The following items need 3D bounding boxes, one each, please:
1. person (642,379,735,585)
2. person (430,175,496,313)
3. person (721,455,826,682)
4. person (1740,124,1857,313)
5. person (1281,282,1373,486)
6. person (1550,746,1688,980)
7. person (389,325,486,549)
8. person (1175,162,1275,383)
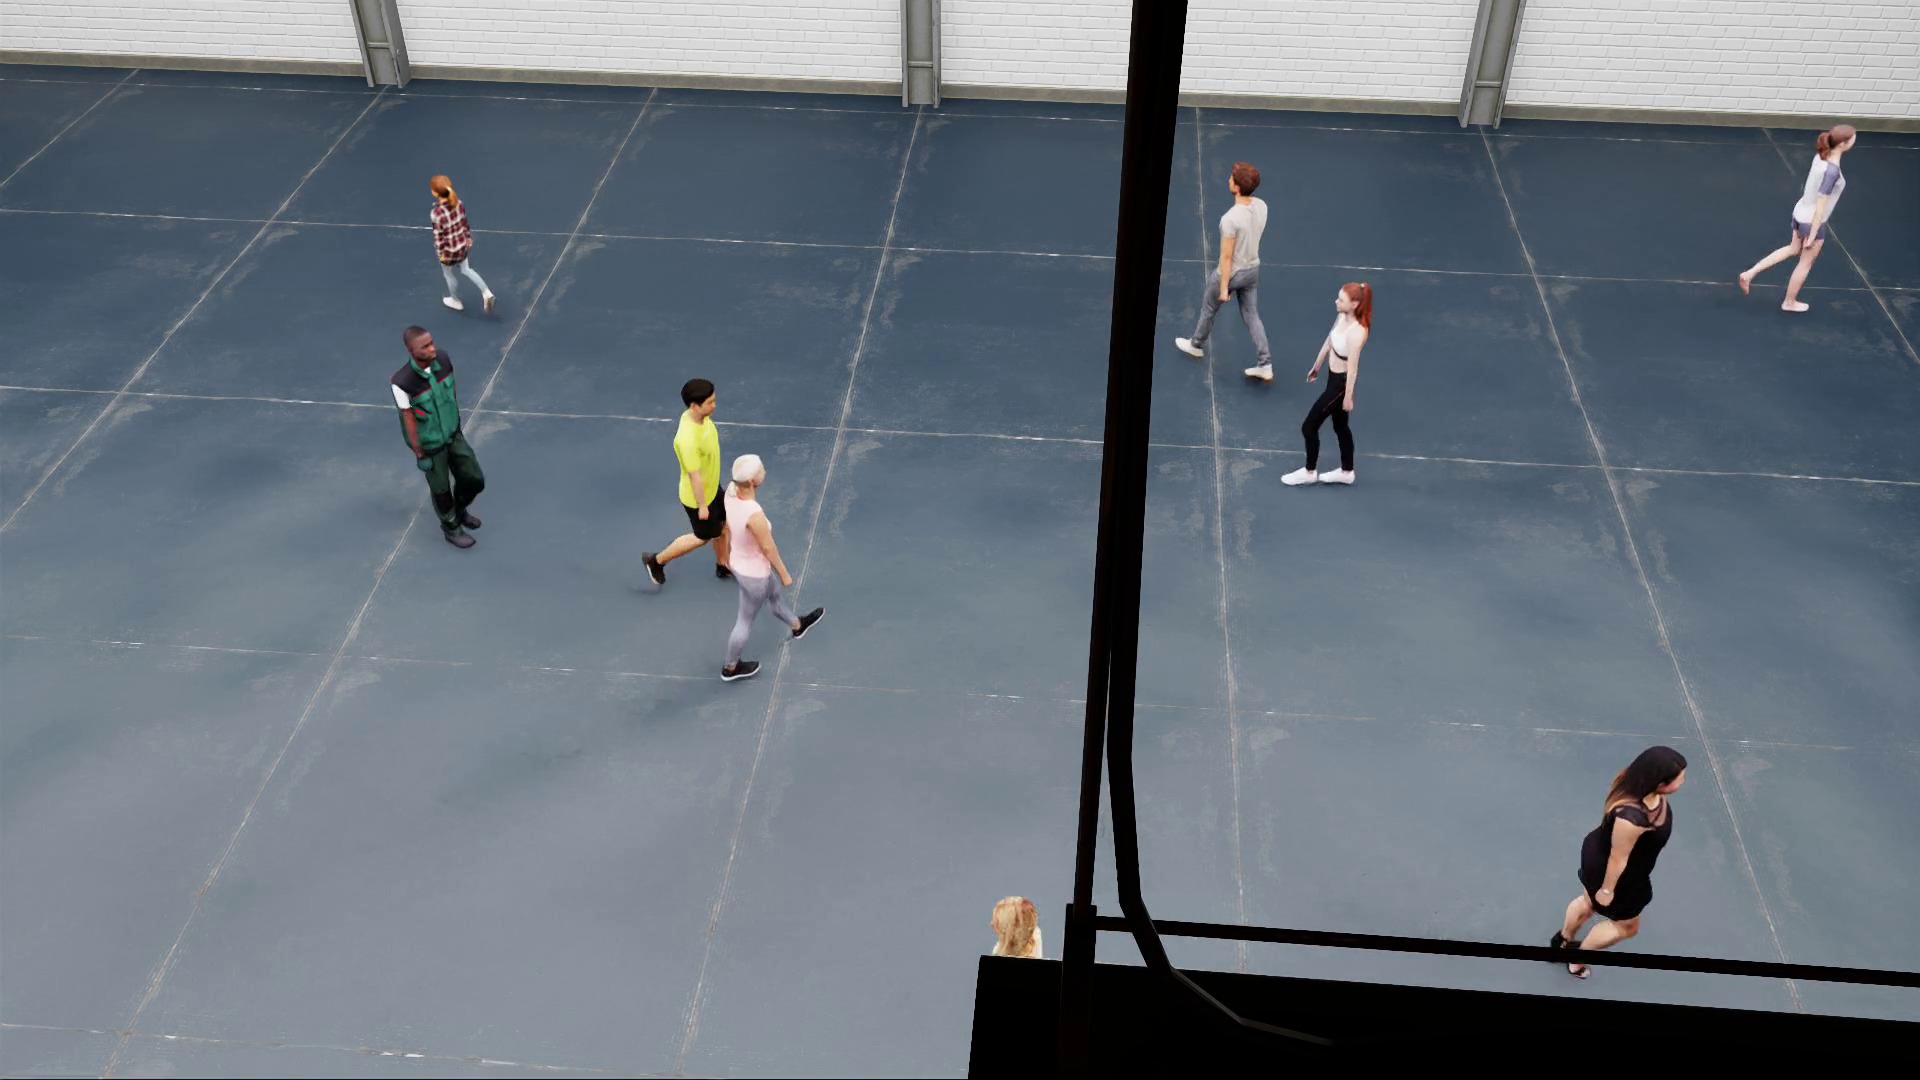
[{"bbox_3d":[-1.851,-0.357,11.315,1.007,1.686,0.698,-1,39,-1],"label":"person"},{"bbox_3d":[-4.334,-2.529,14.349,0.889,1.293,0.741,21,43,24],"label":"person"},{"bbox_3d":[-1.403,0.222,10.585,1.116,1.691,0.951,-21,43,-24],"label":"person"},{"bbox_3d":[7.202,-2.754,14.263,0.855,1.751,0.592,2,39,3],"label":"person"},{"bbox_3d":[2.888,-1.132,12.255,0.768,1.725,0.583,4,39,5],"label":"person"},{"bbox_3d":[3.341,1.695,8.735,0.719,1.699,0.753,14,41,17],"label":"person"},{"bbox_3d":[-3.741,-0.732,11.673,0.846,1.826,0.817,21,43,24],"label":"person"},{"bbox_3d":[2.302,-2.111,13.376,1.190,1.854,1.226,-27,46,-29],"label":"person"}]
